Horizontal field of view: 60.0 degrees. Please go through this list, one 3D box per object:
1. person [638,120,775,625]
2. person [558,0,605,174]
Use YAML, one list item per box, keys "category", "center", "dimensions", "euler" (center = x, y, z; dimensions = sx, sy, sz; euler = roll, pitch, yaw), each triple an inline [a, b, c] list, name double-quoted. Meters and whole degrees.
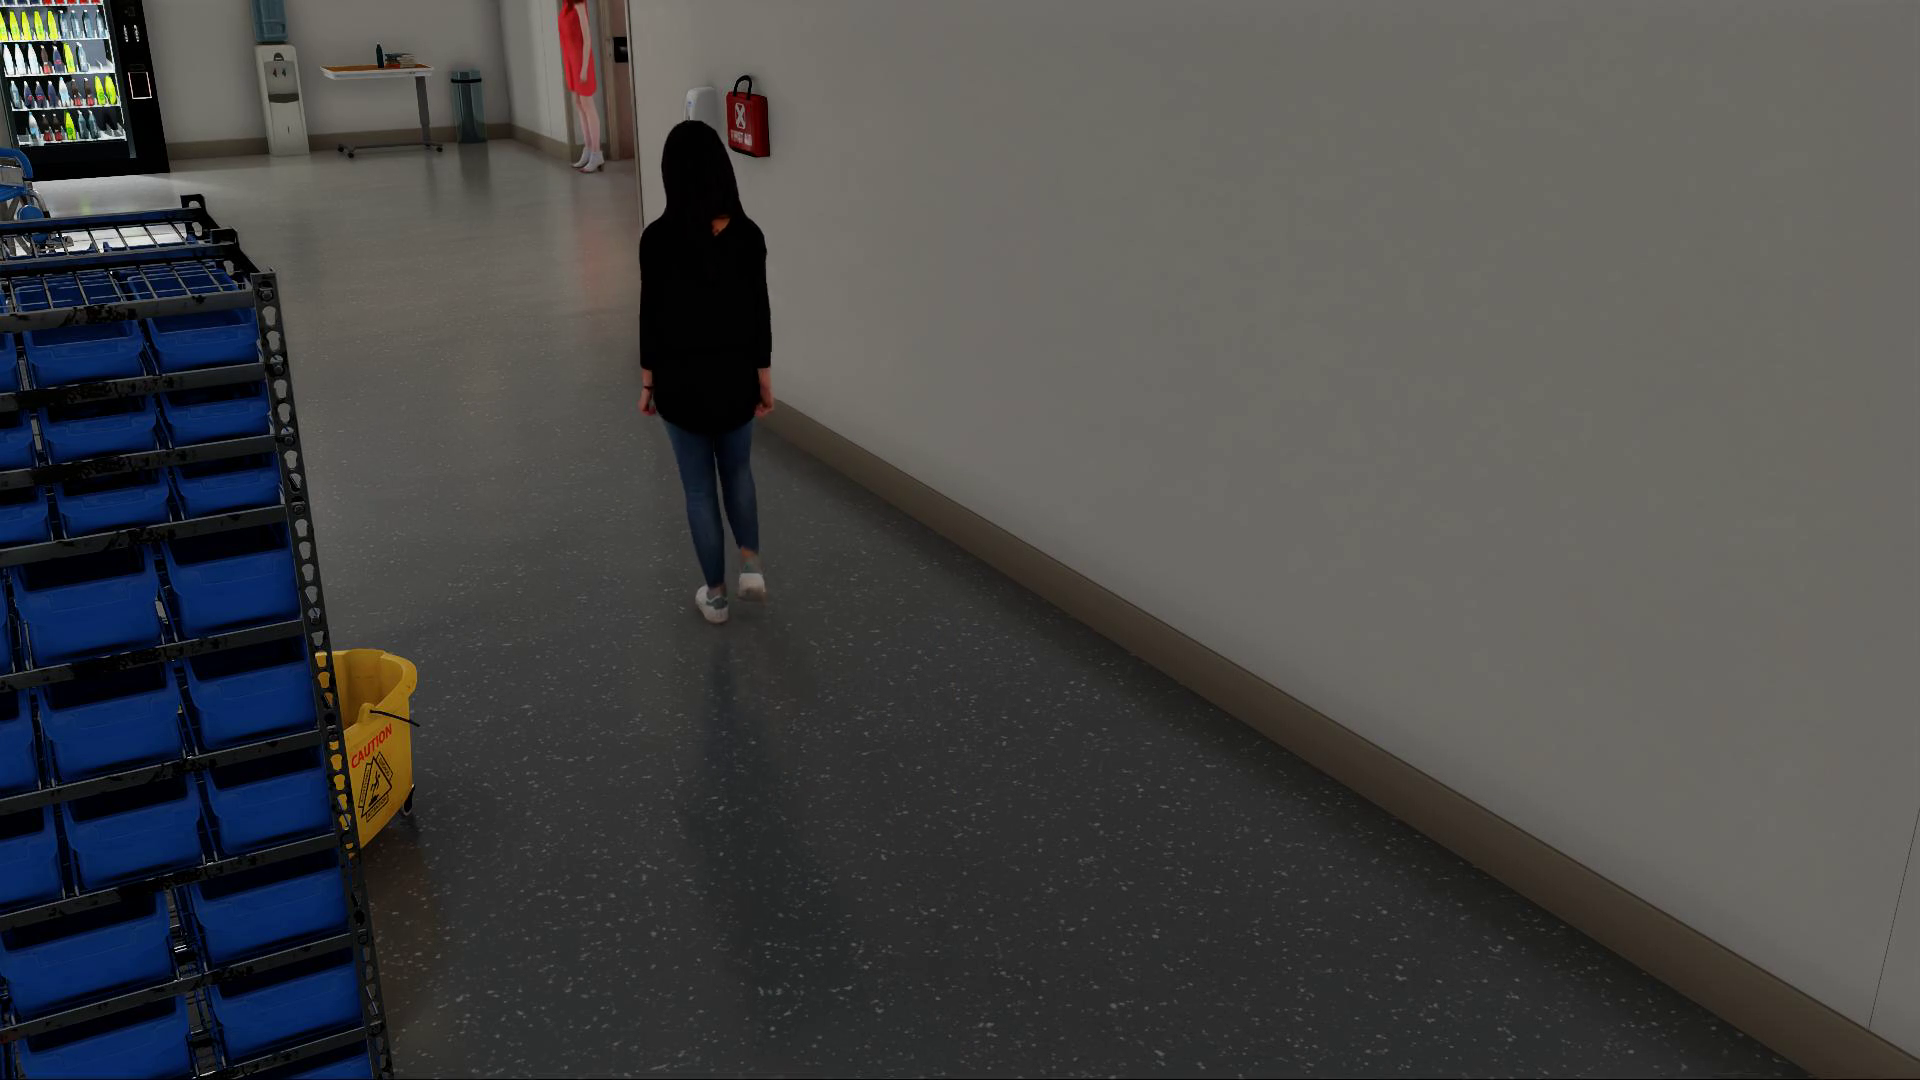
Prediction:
- category: "person"
  center: [-0.794, -0.489, 5.311]
  dimensions: [0.593, 1.635, 0.668]
  euler: [-8, 22, -19]
- category: "person"
  center: [-3.423, -4.260, 14.998]
  dimensions: [0.521, 1.826, 0.612]
  euler: [-10, 23, -25]
